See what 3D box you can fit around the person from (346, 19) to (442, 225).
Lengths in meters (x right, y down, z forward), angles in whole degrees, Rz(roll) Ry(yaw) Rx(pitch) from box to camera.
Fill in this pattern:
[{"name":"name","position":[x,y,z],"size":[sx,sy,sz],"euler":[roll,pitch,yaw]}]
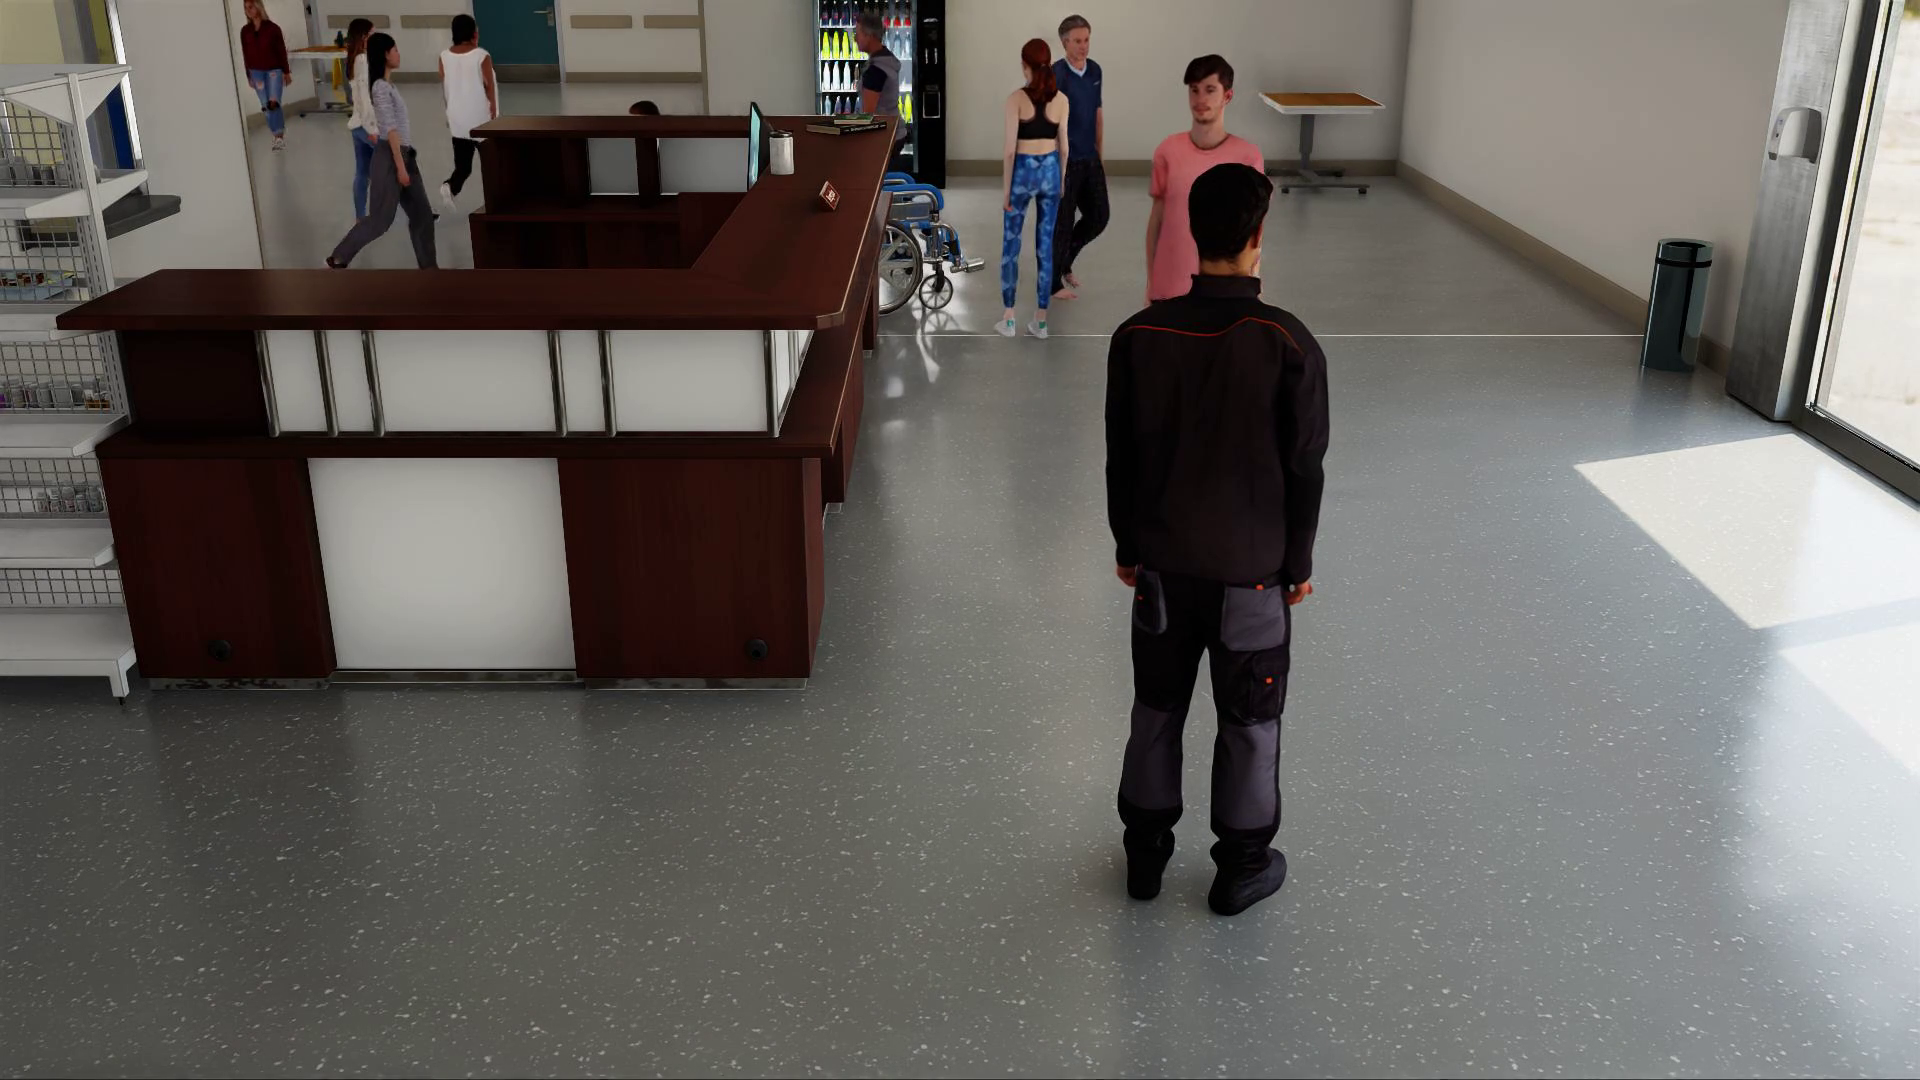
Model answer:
[{"name":"person","position":[-4.796,-3.276,13.300],"size":[1.004,1.674,0.889],"euler":[-12,24,-30]}]

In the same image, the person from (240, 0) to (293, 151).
[{"name":"person","position":[-7.501,-5.052,18.074],"size":[0.655,1.614,0.654],"euler":[0,21,-1]}]

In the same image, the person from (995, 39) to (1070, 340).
[{"name":"person","position":[0.479,-2.079,9.987],"size":[0.660,1.782,0.723],"euler":[-5,21,-14]}]

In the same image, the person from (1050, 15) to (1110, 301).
[{"name":"person","position":[0.682,-2.521,11.069],"size":[0.846,1.843,0.910],"euler":[-17,27,-38]}]

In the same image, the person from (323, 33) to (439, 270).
[{"name":"person","position":[-3.937,-2.506,11.232],"size":[1.161,1.700,0.739],"euler":[-3,21,-7]}]

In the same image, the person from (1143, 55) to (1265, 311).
[{"name":"person","position":[1.013,-1.008,6.935],"size":[0.999,1.941,0.914],"euler":[8,22,21]}]

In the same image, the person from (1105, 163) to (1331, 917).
[{"name":"person","position":[0.630,0.029,4.191],"size":[0.680,1.946,0.838],"euler":[8,22,21]}]

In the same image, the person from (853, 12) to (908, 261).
[{"name":"person","position":[-0.465,-2.874,12.060],"size":[0.613,1.800,0.720],"euler":[2,21,6]}]

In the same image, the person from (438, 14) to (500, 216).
[{"name":"person","position":[-4.138,-3.544,14.024],"size":[1.005,1.663,0.916],"euler":[7,22,18]}]
